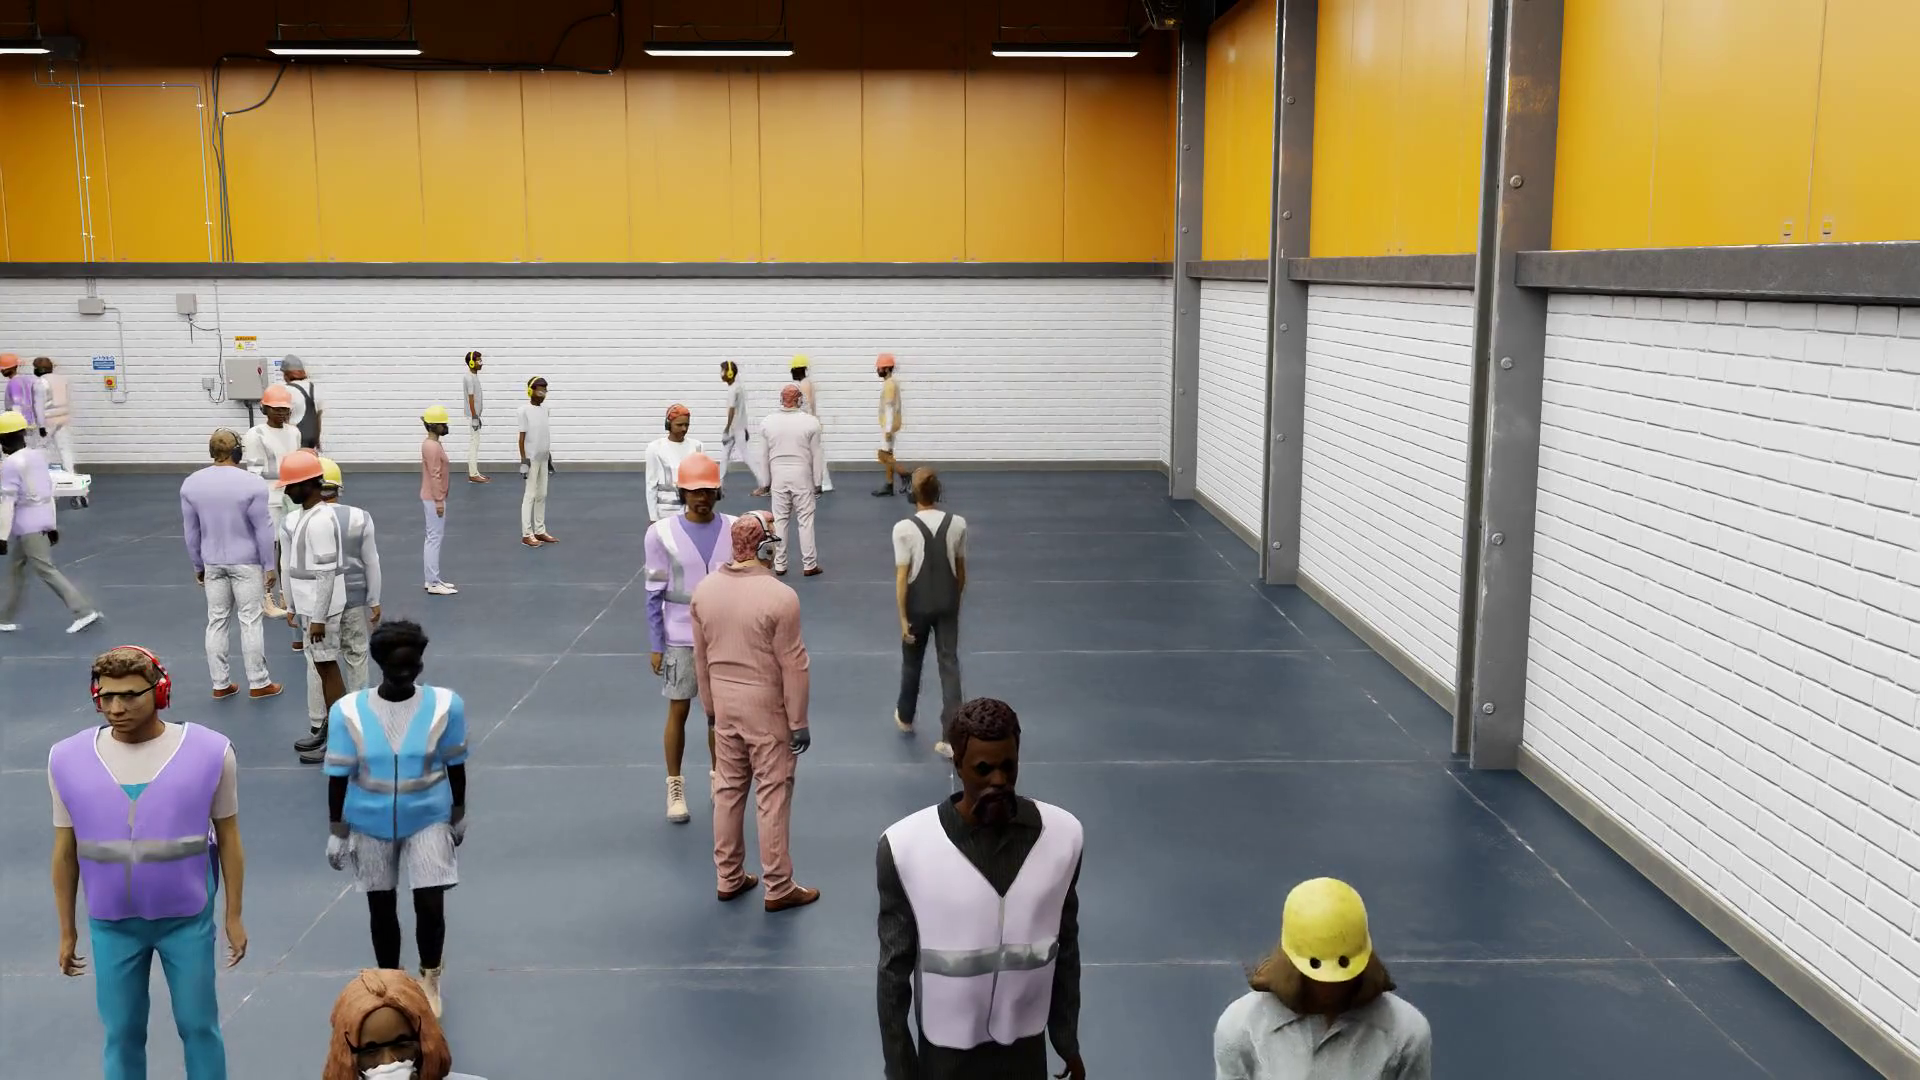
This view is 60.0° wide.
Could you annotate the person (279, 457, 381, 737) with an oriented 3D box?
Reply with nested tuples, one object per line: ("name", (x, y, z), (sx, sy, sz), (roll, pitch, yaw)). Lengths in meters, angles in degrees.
("person", (-4.045, 0.381, 10.728), (0.600, 1.829, 0.404), (-3, 10, -18))

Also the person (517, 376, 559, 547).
("person", (-4.637, -0.867, 18.285), (0.331, 1.863, 0.535), (4, 10, 23))

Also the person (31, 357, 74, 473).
("person", (-12.693, -1.619, 23.039), (0.823, 1.815, 0.644), (2, 9, 11))

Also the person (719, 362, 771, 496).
("person", (-2.998, -1.470, 22.171), (1.012, 1.812, 0.518), (-1, 9, -5))

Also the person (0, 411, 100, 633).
("person", (-7.689, -0.136, 13.795), (1.005, 1.875, 0.598), (-1, 9, -7))

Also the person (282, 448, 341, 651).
("person", (-5.153, 0.086, 13.146), (0.501, 1.631, 0.286), (7, 12, 38))

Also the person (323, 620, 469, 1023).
("person", (-2.218, 1.132, 6.581), (0.538, 1.680, 0.452), (-2, 9, -13))

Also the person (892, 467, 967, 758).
("person", (-0.193, 0.439, 10.508), (0.508, 1.797, 0.986), (-3, 10, -17))

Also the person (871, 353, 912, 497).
("person", (-0.908, -1.514, 22.064), (0.505, 1.925, 0.573), (0, 9, 0))

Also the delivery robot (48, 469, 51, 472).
("delivery robot", (-12.213, -0.801, 21.595), (0.707, 0.478, 0.477), (-3, 10, -16))

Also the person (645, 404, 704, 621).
("person", (-2.424, -0.228, 14.296), (0.574, 1.887, 0.356), (-8, 12, -42))

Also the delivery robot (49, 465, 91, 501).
("delivery robot", (-11.381, -0.702, 20.988), (0.707, 0.478, 0.477), (-2, 9, -13))

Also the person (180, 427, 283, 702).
("person", (-5.090, 0.177, 11.654), (0.632, 1.939, 0.368), (1, 9, 4))

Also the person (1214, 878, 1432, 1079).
("person", (0.822, 1.572, 3.794), (0.494, 1.719, 0.464), (2, 10, 13))

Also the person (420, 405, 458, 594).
("person", (-4.884, -0.378, 15.581), (0.326, 1.767, 0.533), (-4, 10, -21))

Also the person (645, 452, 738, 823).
("person", (-1.412, 0.530, 9.166), (0.609, 2.043, 0.397), (-4, 10, -25))

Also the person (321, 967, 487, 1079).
("person", (-1.164, 1.666, 3.453), (0.498, 1.634, 0.279), (-5, 11, -29))

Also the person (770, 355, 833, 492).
("person", (-2.187, -1.558, 22.474), (0.989, 1.869, 0.617), (-1, 9, -4))

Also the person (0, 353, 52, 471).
("person", (-12.752, -1.599, 22.626), (0.530, 1.909, 0.580), (-4, 10, -21))

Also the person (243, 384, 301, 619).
("person", (-5.926, -0.340, 14.518), (0.395, 2.039, 0.607), (3, 10, 20))

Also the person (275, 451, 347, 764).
("person", (-3.980, 0.410, 10.256), (0.368, 1.929, 0.542), (-4, 10, -25))

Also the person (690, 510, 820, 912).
("person", (-0.956, 0.806, 7.895), (0.645, 1.908, 0.408), (6, 11, 32))

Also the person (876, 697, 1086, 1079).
("person", (0.059, 1.353, 4.502), (0.591, 1.919, 0.392), (-4, 10, -22))

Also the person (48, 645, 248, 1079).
("person", (-2.644, 1.234, 5.457), (0.572, 1.843, 0.373), (-2, 10, -13))

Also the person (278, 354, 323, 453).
("person", (-8.033, -1.283, 20.290), (0.923, 2.000, 0.686), (3, 10, 16))

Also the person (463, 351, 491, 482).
("person", (-6.895, -1.751, 23.701), (0.325, 1.866, 0.521), (-2, 10, -14))

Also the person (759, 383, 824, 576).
("person", (-1.650, -0.591, 16.456), (0.642, 1.909, 0.399), (2, 9, 10))
